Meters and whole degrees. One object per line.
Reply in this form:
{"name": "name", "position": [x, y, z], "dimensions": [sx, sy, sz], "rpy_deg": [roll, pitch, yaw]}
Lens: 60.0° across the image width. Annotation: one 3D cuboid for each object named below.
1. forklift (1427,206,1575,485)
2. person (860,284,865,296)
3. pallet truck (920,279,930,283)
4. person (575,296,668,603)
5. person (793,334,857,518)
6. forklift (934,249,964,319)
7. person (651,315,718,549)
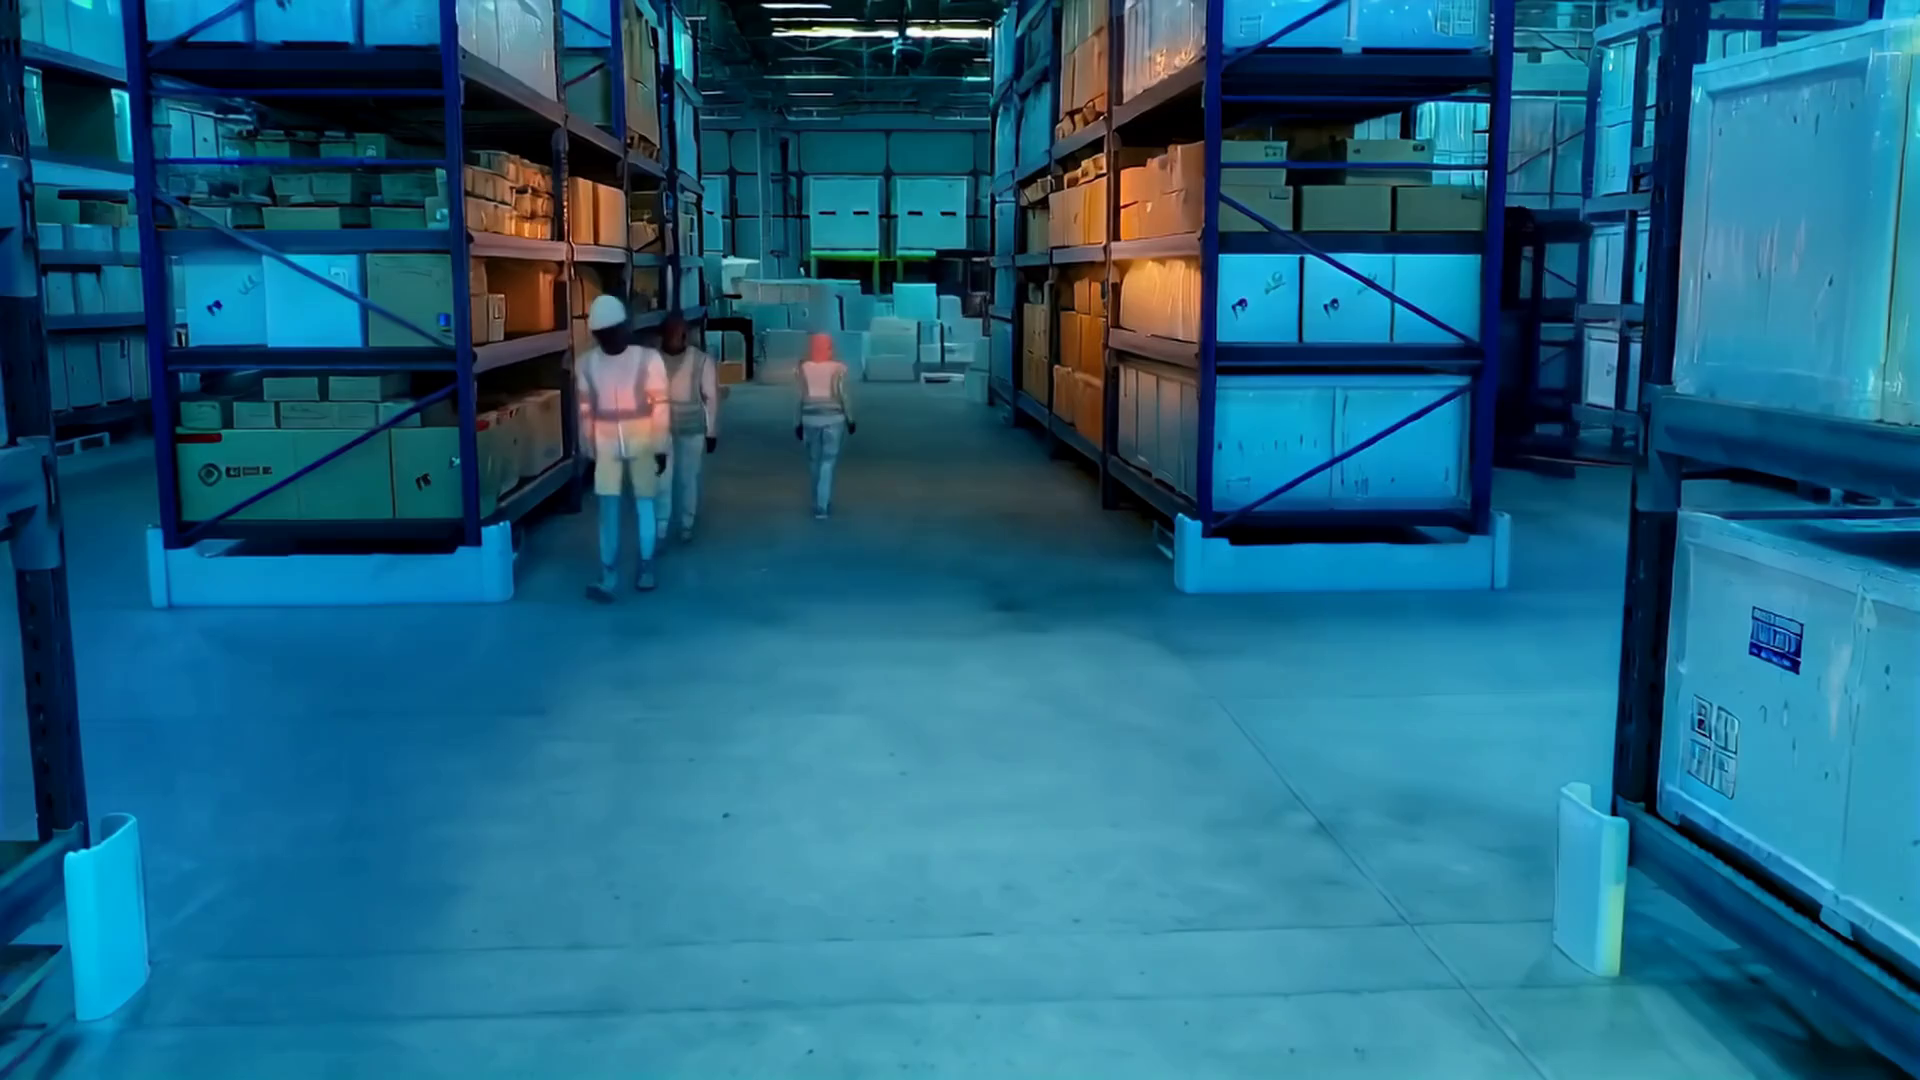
{"name": "forklift", "position": [5.353, -2.068, 17.313], "dimensions": [1.129, 2.768, 1.873], "rpy_deg": [-4, 10, -24]}
{"name": "person", "position": [-3.460, -7.868, 57.018], "dimensions": [0.974, 1.843, 0.577], "rpy_deg": [2, 9, 12]}
{"name": "pallet truck", "position": [-0.932, -8.922, 63.114], "dimensions": [1.885, 1.965, 0.823], "rpy_deg": [2, 9, 13]}
{"name": "person", "position": [-2.214, -0.589, 10.840], "dimensions": [0.634, 1.968, 1.060], "rpy_deg": [0, 9, 1]}
{"name": "person", "position": [-1.189, -1.021, 14.753], "dimensions": [0.514, 1.598, 0.848], "rpy_deg": [2, 9, 11]}
{"name": "forklift", "position": [-0.308, -6.534, 45.360], "dimensions": [1.873, 2.768, 1.129], "rpy_deg": [-7, 11, -36]}
{"name": "person", "position": [-2.211, -0.829, 12.906], "dimensions": [0.660, 1.799, 0.918], "rpy_deg": [-1, 9, -3]}
